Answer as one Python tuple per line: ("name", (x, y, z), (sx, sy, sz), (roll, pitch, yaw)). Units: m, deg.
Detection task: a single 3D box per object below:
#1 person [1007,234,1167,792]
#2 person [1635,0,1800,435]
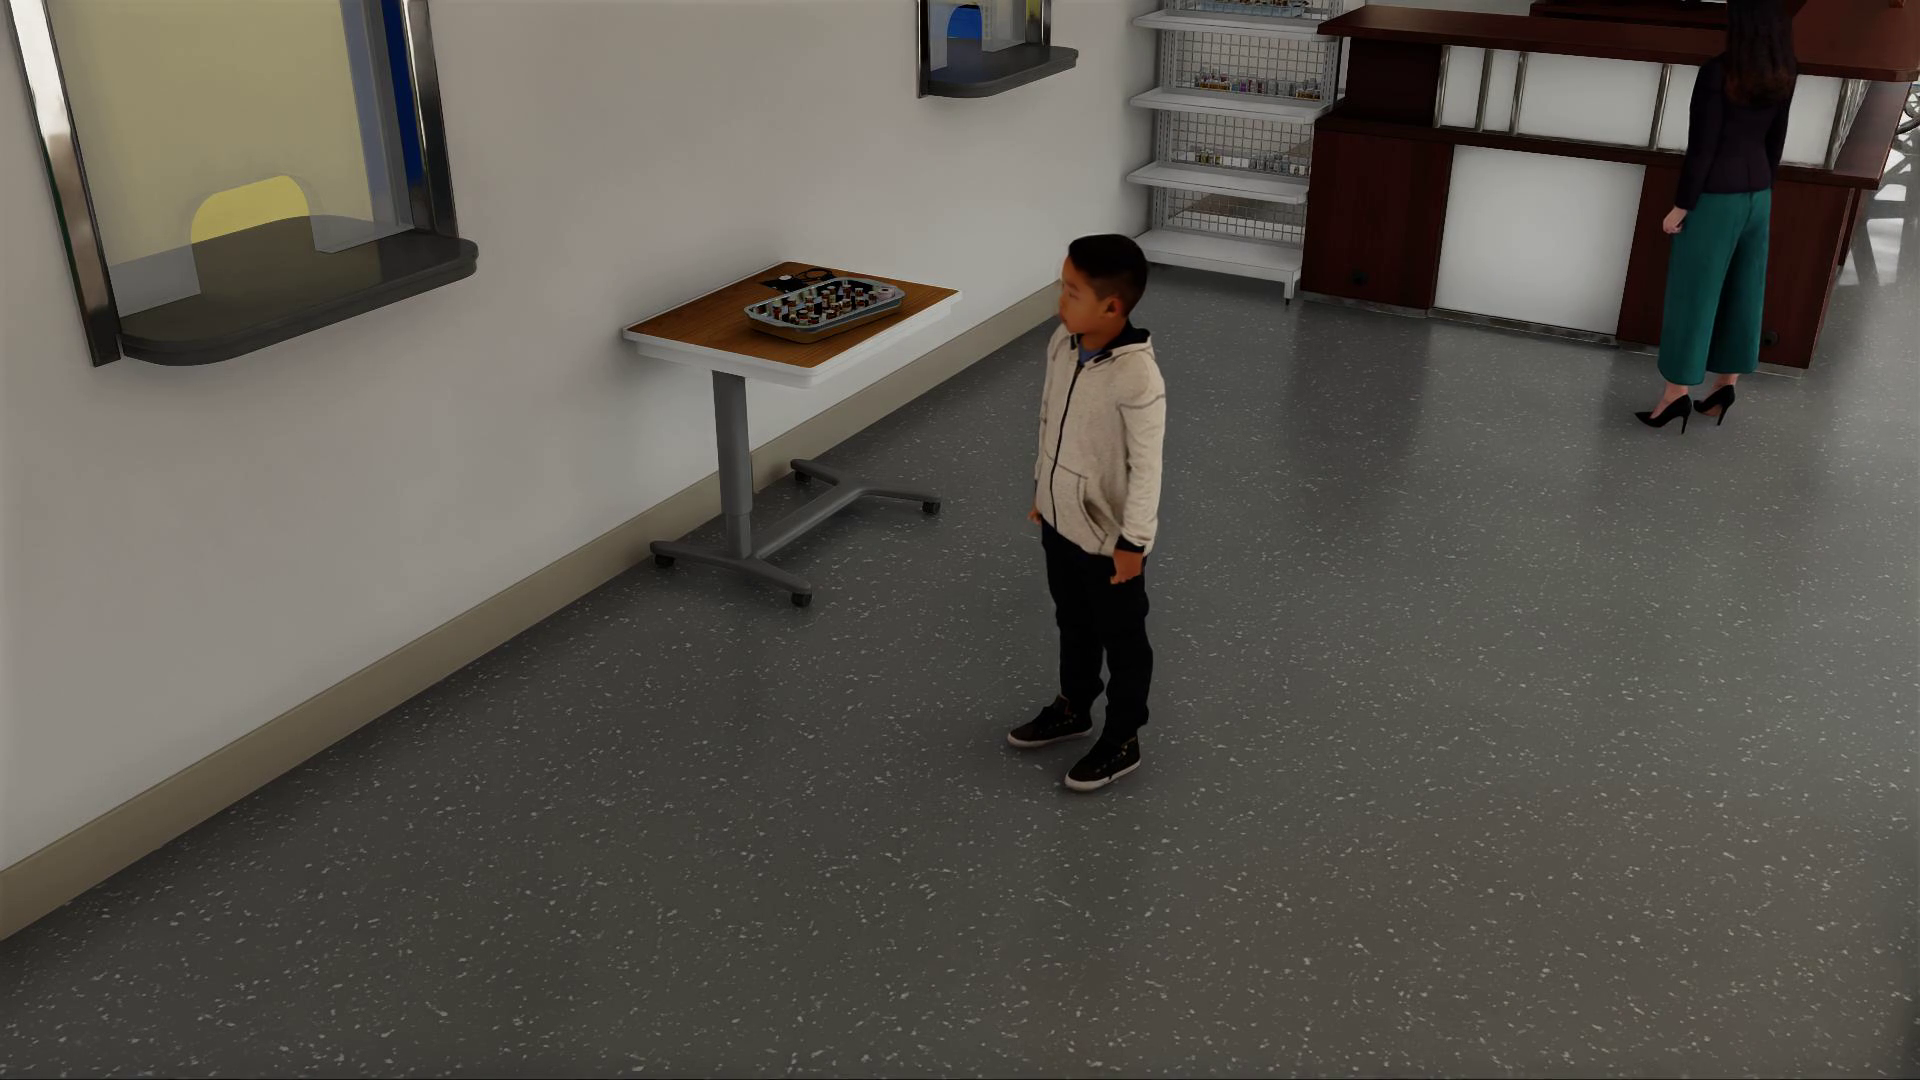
("person", (0.356, -0.069, 4.190), (0.715, 1.451, 0.597), (-16, 30, -29))
("person", (2.902, -1.253, 6.316), (0.703, 1.738, 0.742), (-9, 27, -18))
